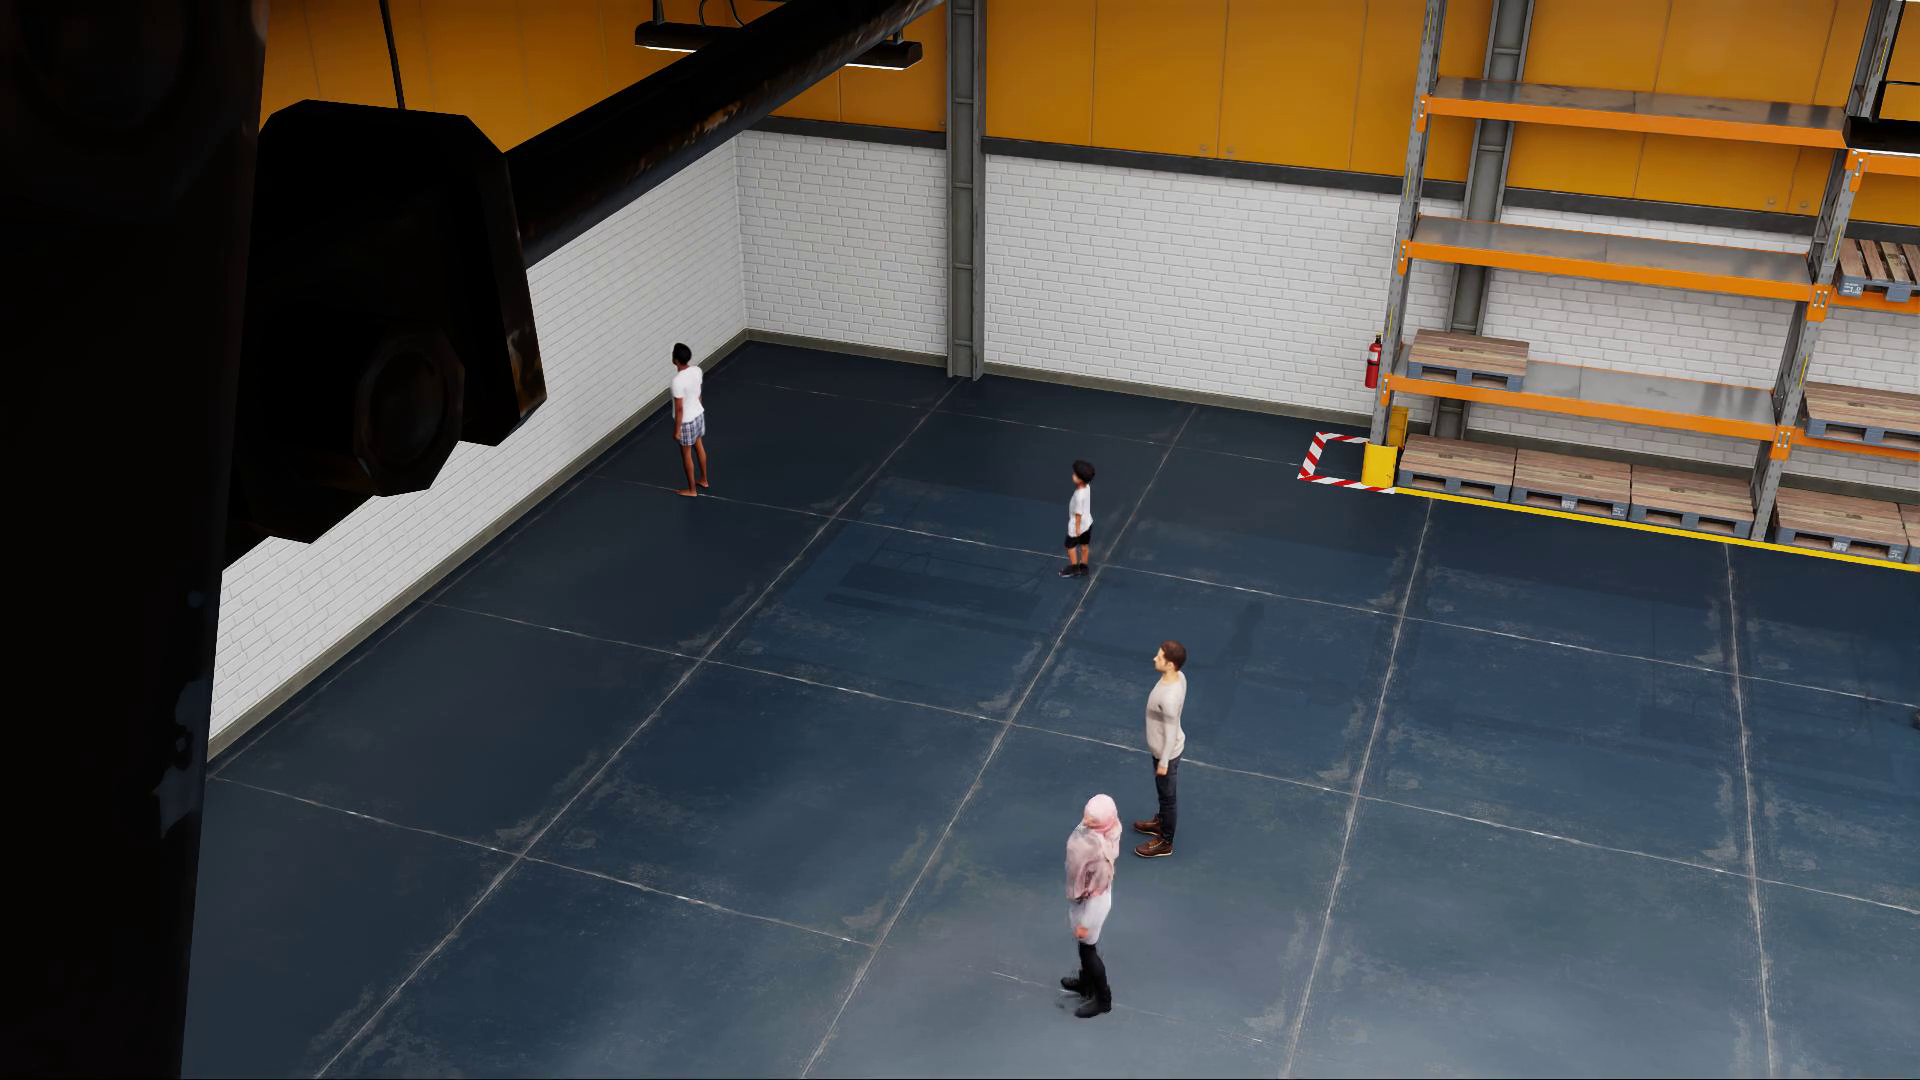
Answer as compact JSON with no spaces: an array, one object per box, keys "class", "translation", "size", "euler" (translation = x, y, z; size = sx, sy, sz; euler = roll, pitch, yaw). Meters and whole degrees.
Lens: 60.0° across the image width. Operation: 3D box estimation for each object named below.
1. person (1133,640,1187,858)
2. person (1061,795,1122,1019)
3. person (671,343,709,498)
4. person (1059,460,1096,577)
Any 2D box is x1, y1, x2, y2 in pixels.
[{"class":"person","translation":[1.560,1.568,12.604],"size":[0.664,1.867,0.720],"euler":[2,29,4]},{"class":"person","translation":[0.872,2.405,11.146],"size":[0.696,1.794,0.739],"euler":[8,30,15]},{"class":"person","translation":[-2.938,-1.313,18.024],"size":[0.567,1.735,0.660],"euler":[14,32,24]},{"class":"person","translation":[1.246,-0.197,16.482],"size":[0.518,1.252,0.505],"euler":[12,31,20]}]
